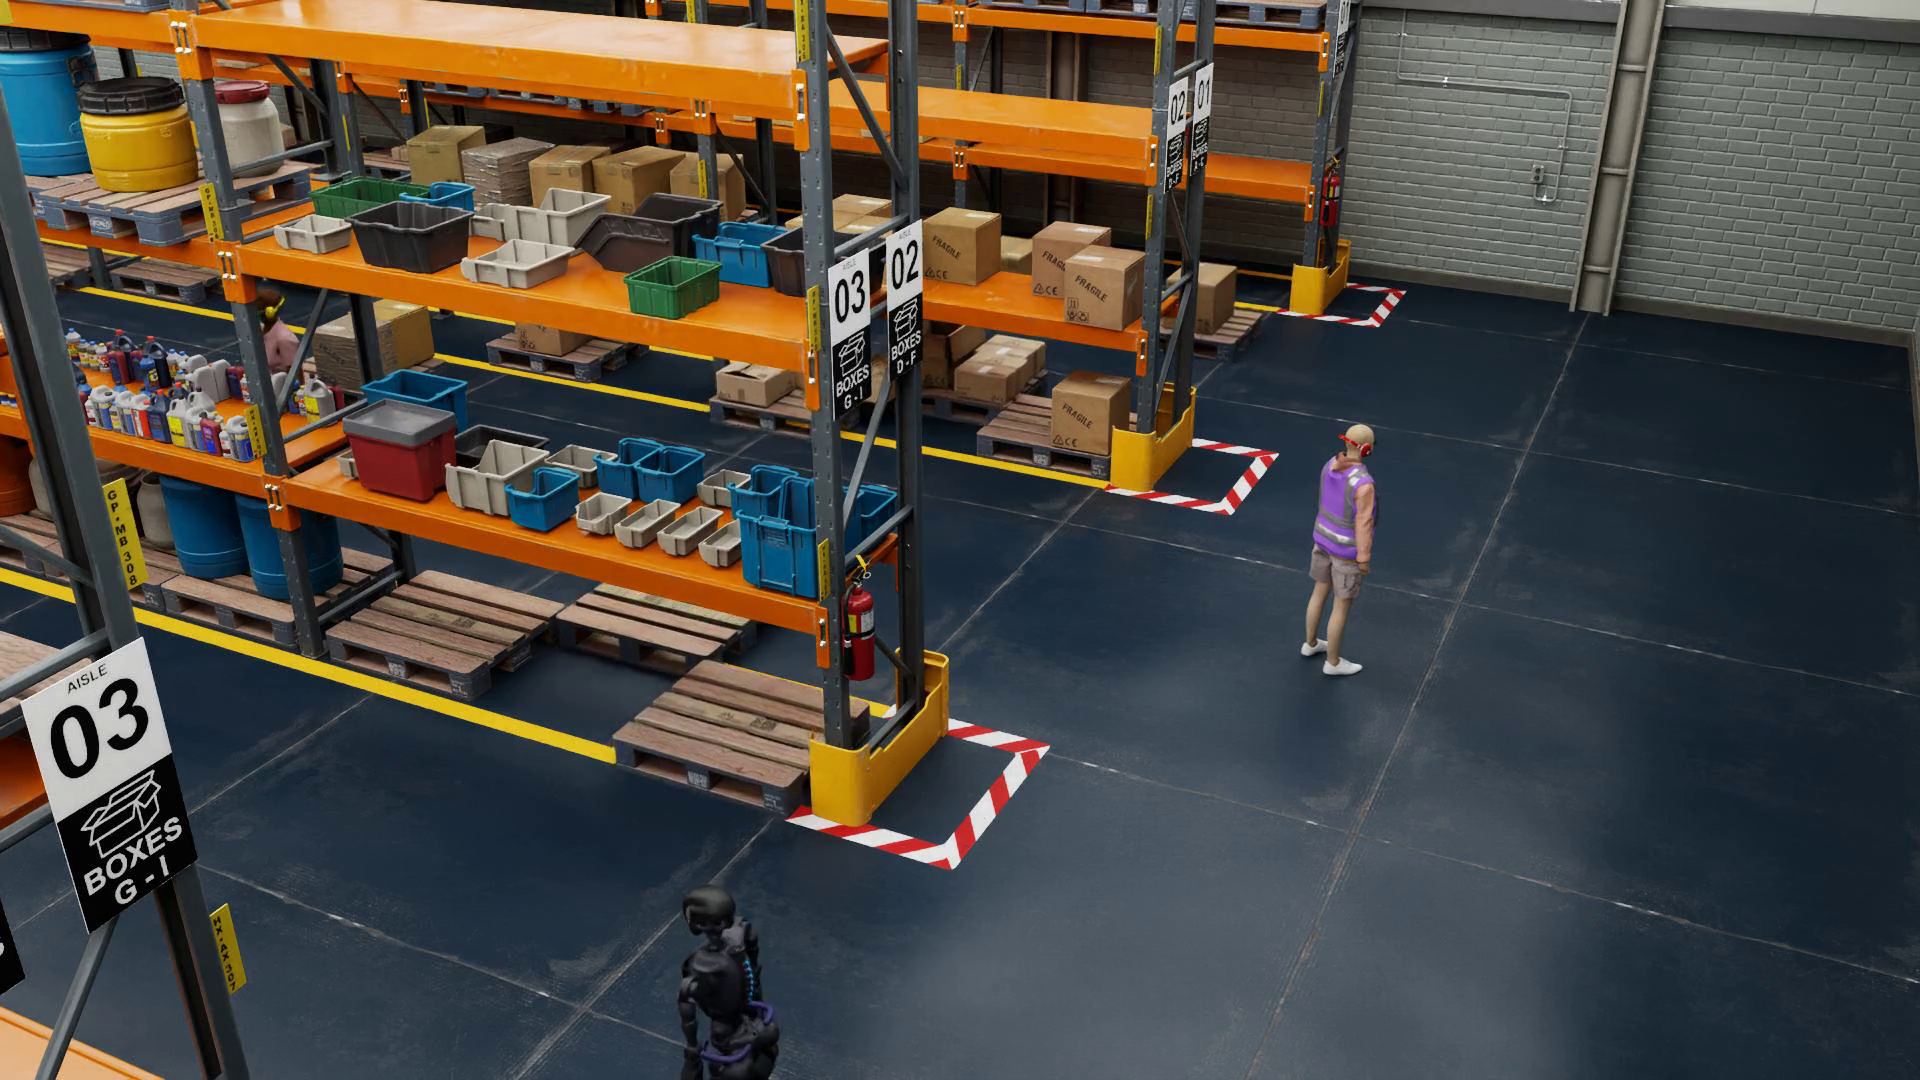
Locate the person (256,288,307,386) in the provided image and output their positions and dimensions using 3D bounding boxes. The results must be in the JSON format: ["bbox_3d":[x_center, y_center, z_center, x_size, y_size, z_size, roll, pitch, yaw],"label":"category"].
[{"bbox_3d":[-5.158,-1.059,12.720,0.536,1.800,0.329,22,34,37],"label":"person"}]

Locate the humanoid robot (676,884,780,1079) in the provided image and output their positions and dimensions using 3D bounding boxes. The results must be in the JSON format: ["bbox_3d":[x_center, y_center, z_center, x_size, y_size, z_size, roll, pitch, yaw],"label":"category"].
[{"bbox_3d":[-0.871,2.059,6.558,0.412,1.639,0.589,10,28,19],"label":"humanoid robot"}]

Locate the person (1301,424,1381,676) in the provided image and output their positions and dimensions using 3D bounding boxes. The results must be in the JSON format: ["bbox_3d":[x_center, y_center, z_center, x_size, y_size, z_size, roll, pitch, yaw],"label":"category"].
[{"bbox_3d":[2.431,0.058,10.589,0.352,1.688,0.489,-11,28,-21],"label":"person"}]
